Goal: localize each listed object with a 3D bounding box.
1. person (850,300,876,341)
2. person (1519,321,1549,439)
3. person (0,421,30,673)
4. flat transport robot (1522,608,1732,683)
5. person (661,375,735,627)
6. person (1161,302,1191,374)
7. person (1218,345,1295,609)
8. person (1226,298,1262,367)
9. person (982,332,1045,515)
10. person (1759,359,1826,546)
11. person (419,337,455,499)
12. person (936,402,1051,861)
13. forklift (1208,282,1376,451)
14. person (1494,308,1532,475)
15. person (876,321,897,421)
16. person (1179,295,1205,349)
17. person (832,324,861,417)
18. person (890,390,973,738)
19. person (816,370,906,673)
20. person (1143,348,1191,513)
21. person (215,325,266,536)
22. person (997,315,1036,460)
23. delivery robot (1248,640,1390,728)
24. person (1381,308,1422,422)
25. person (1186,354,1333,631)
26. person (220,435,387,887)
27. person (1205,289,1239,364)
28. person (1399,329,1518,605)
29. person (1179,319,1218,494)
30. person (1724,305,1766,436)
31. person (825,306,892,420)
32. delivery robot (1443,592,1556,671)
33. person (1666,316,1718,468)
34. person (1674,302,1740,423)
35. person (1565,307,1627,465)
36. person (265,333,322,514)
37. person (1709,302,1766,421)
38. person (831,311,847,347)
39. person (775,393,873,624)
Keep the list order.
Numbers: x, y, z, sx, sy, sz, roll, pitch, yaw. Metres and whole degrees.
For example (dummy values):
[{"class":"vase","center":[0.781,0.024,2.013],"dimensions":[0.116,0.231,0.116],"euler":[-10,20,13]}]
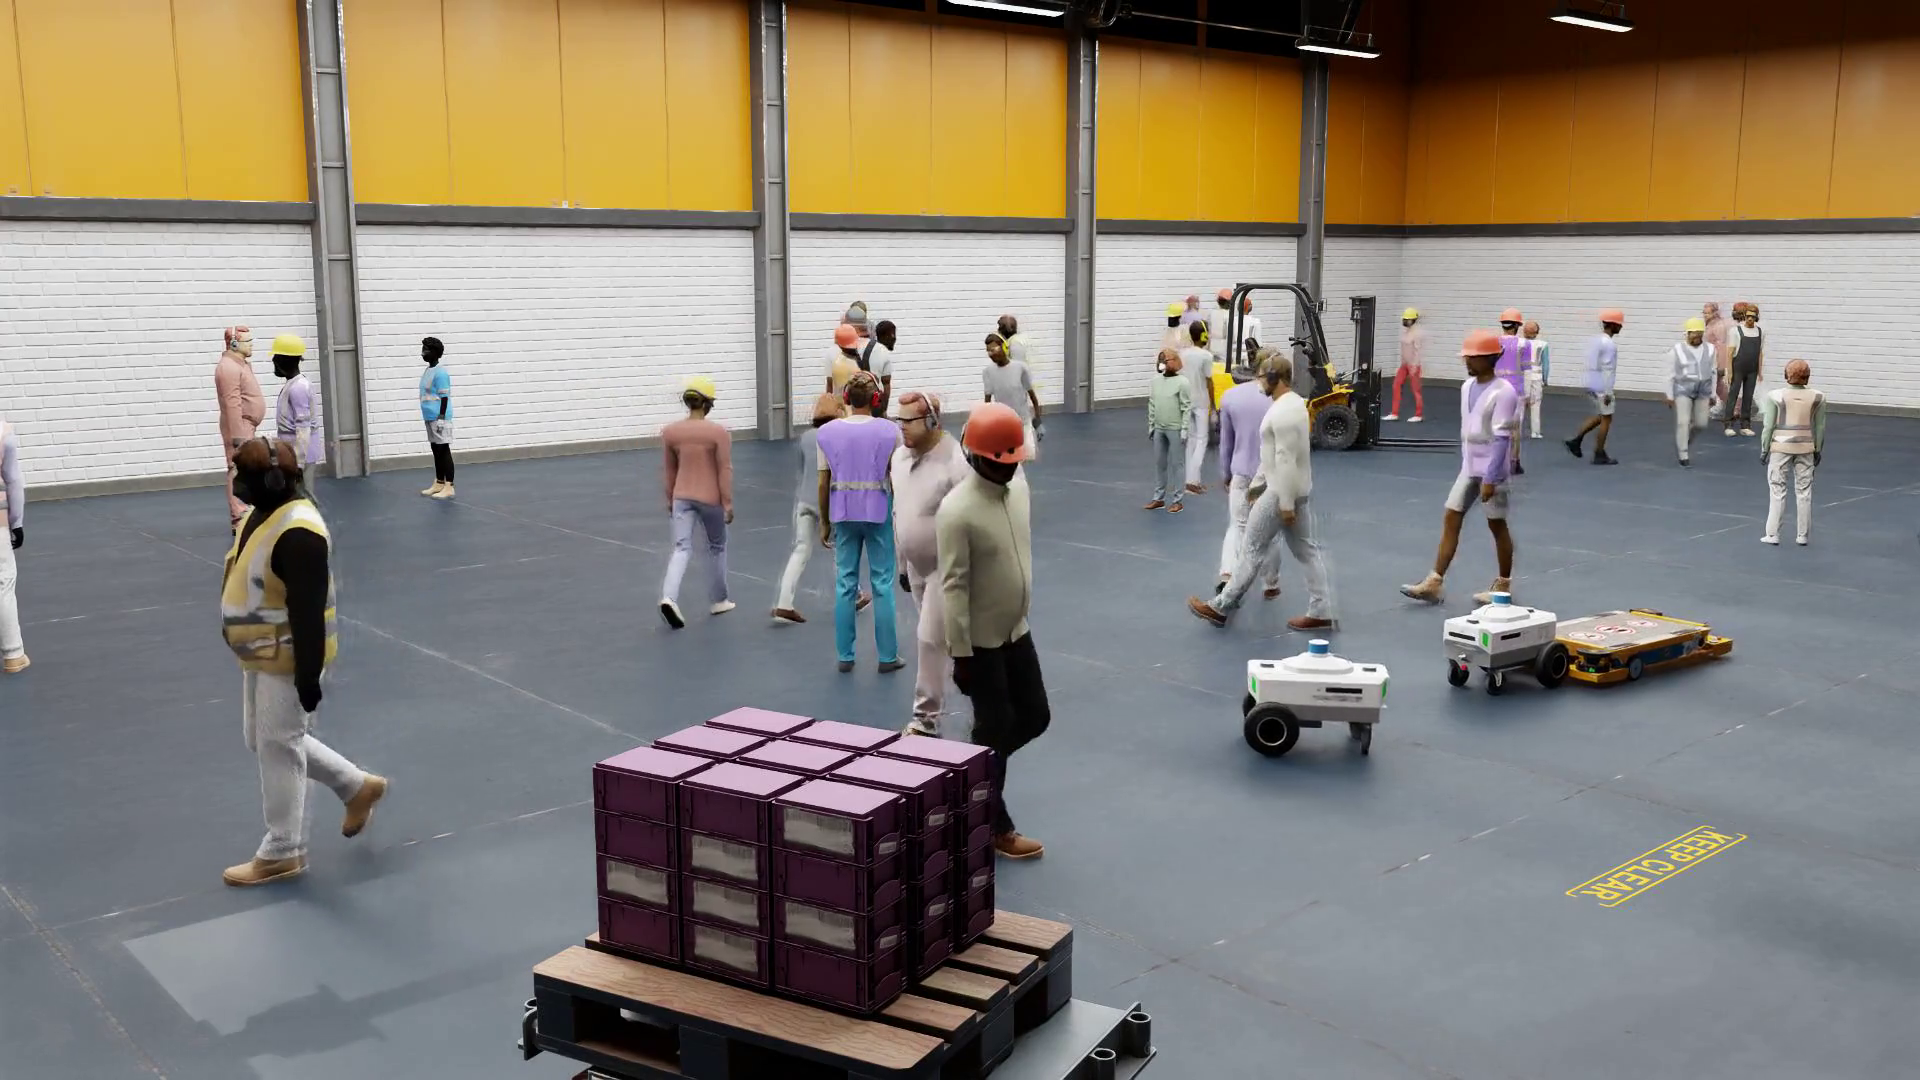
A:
[{"class":"person","center":[-1.338,-2.325,22.889],"dimensions":[0.403,1.929,0.655],"euler":[2,10,11]},{"class":"person","center":[7.902,-2.209,23.097],"dimensions":[0.529,1.645,0.343],"euler":[5,11,29]},{"class":"person","center":[-5.981,-0.082,10.025],"dimensions":[0.624,1.837,0.430],"euler":[-5,11,-25]},{"class":"flat transport robot","center":[4.114,0.641,10.358],"dimensions":[1.431,0.197,0.652],"euler":[-7,12,-35]},{"class":"person","center":[-1.837,-0.275,11.502],"dimensions":[0.526,1.724,0.854],"euler":[2,10,14]},{"class":"person","center":[2.970,-2.385,23.317],"dimensions":[0.499,1.898,0.594],"euler":[-6,12,-33]},{"class":"person","center":[2.137,-0.451,11.999],"dimensions":[0.634,1.908,0.885],"euler":[4,11,23]},{"class":"person","center":[4.476,-2.870,26.207],"dimensions":[0.576,1.883,0.355],"euler":[5,11,25]},{"class":"person","center":[0.499,-1.073,15.889],"dimensions":[0.551,1.812,0.609],"euler":[5,11,29]},{"class":"person","center":[7.286,-0.762,14.575],"dimensions":[0.522,1.638,0.310],"euler":[1,10,8]},{"class":"person","center":[-5.491,-1.279,17.436],"dimensions":[0.318,1.697,0.534],"euler":[-7,12,-35]},{"class":"person","center":[0.133,0.387,6.926],"dimensions":[0.485,1.953,0.666],"euler":[6,11,31]},{"class":"forklift","center":[4.328,-2.346,22.227],"dimensions":[2.313,2.155,1.214],"euler":[3,10,16]},{"class":"person","center":[6.363,-1.720,19.338],"dimensions":[0.542,1.928,0.374],"euler":[5,11,28]},{"class":"person","center":[-0.885,-1.419,17.806],"dimensions":[1.021,1.849,0.715],"euler":[-2,10,-11]},{"class":"person","center":[3.880,-3.113,27.630],"dimensions":[0.909,1.874,0.680],"euler":[-9,13,-41]},{"class":"person","center":[-1.106,-1.178,16.338],"dimensions":[0.374,1.885,0.706],"euler":[1,10,7]},{"class":"person","center":[-0.052,0.123,8.753],"dimensions":[0.872,1.866,0.666],"euler":[-8,12,-38]},{"class":"person","center":[-0.589,-0.100,10.092],"dimensions":[0.563,1.847,0.390],"euler":[2,10,10]},{"class":"person","center":[2.066,-1.087,16.494],"dimensions":[0.285,1.633,0.501],"euler":[-8,13,-40]},{"class":"person","center":[-6.530,-0.995,15.158],"dimensions":[0.399,1.910,0.643],"euler":[-3,10,-17]},{"class":"person","center":[0.529,-1.867,20.577],"dimensions":[0.925,1.795,0.647],"euler":[0,10,-2]},{"class":"delivery robot","center":[1.845,0.758,8.573],"dimensions":[0.707,0.478,0.477],"euler":[1,10,9]},{"class":"person","center":[6.758,-2.648,25.294],"dimensions":[0.752,1.733,0.555],"euler":[-3,10,-16]},{"class":"person","center":[2.077,-0.308,11.240],"dimensions":[1.006,1.874,0.619],"euler":[4,10,21]},{"class":"person","center":[-2.718,0.474,6.785],"dimensions":[0.613,1.830,0.639],"euler":[-7,12,-34]},{"class":"person","center":[4.192,-2.994,26.598],"dimensions":[0.534,2.015,0.615],"euler":[-9,13,-41]},{"class":"person","center":[3.630,-0.496,11.935],"dimensions":[0.953,2.004,0.641],"euler":[-3,10,-17]},{"class":"person","center":[2.553,-1.419,17.828],"dimensions":[0.381,1.871,0.531],"euler":[-6,12,-33]},{"class":"person","center":[11.067,-2.376,23.432],"dimensions":[0.506,1.843,0.349],"euler":[0,10,-2]},{"class":"person","center":[-1.041,-1.318,16.655],"dimensions":[0.672,2.000,0.536],"euler":[-3,10,-18]},{"class":"delivery robot","center":[3.176,0.550,9.788],"dimensions":[0.707,0.478,0.477],"euler":[-7,12,-35]},{"class":"person","center":[8.782,-1.785,20.034],"dimensions":[0.604,1.820,0.546],"euler":[0,10,-1]},{"class":"person","center":[11.434,-2.683,25.276],"dimensions":[0.979,1.854,0.742],"euler":[2,10,10]},{"class":"person","center":[7.770,-1.865,20.206],"dimensions":[0.546,1.919,0.565],"euler":[0,10,1]},{"class":"person","center":[-5.259,-0.671,13.189],"dimensions":[0.363,1.930,0.587],"euler":[-5,11,-25]},{"class":"person","center":[12.055,-2.747,25.659],"dimensions":[1.040,1.827,0.580],"euler":[9,13,43]},{"class":"person","center":[-1.228,-1.638,18.902],"dimensions":[0.547,1.921,0.493],"euler":[-3,10,-16]},{"class":"person","center":[-0.948,-0.220,11.543],"dimensions":[0.532,1.585,0.878],"euler":[8,13,40]}]
